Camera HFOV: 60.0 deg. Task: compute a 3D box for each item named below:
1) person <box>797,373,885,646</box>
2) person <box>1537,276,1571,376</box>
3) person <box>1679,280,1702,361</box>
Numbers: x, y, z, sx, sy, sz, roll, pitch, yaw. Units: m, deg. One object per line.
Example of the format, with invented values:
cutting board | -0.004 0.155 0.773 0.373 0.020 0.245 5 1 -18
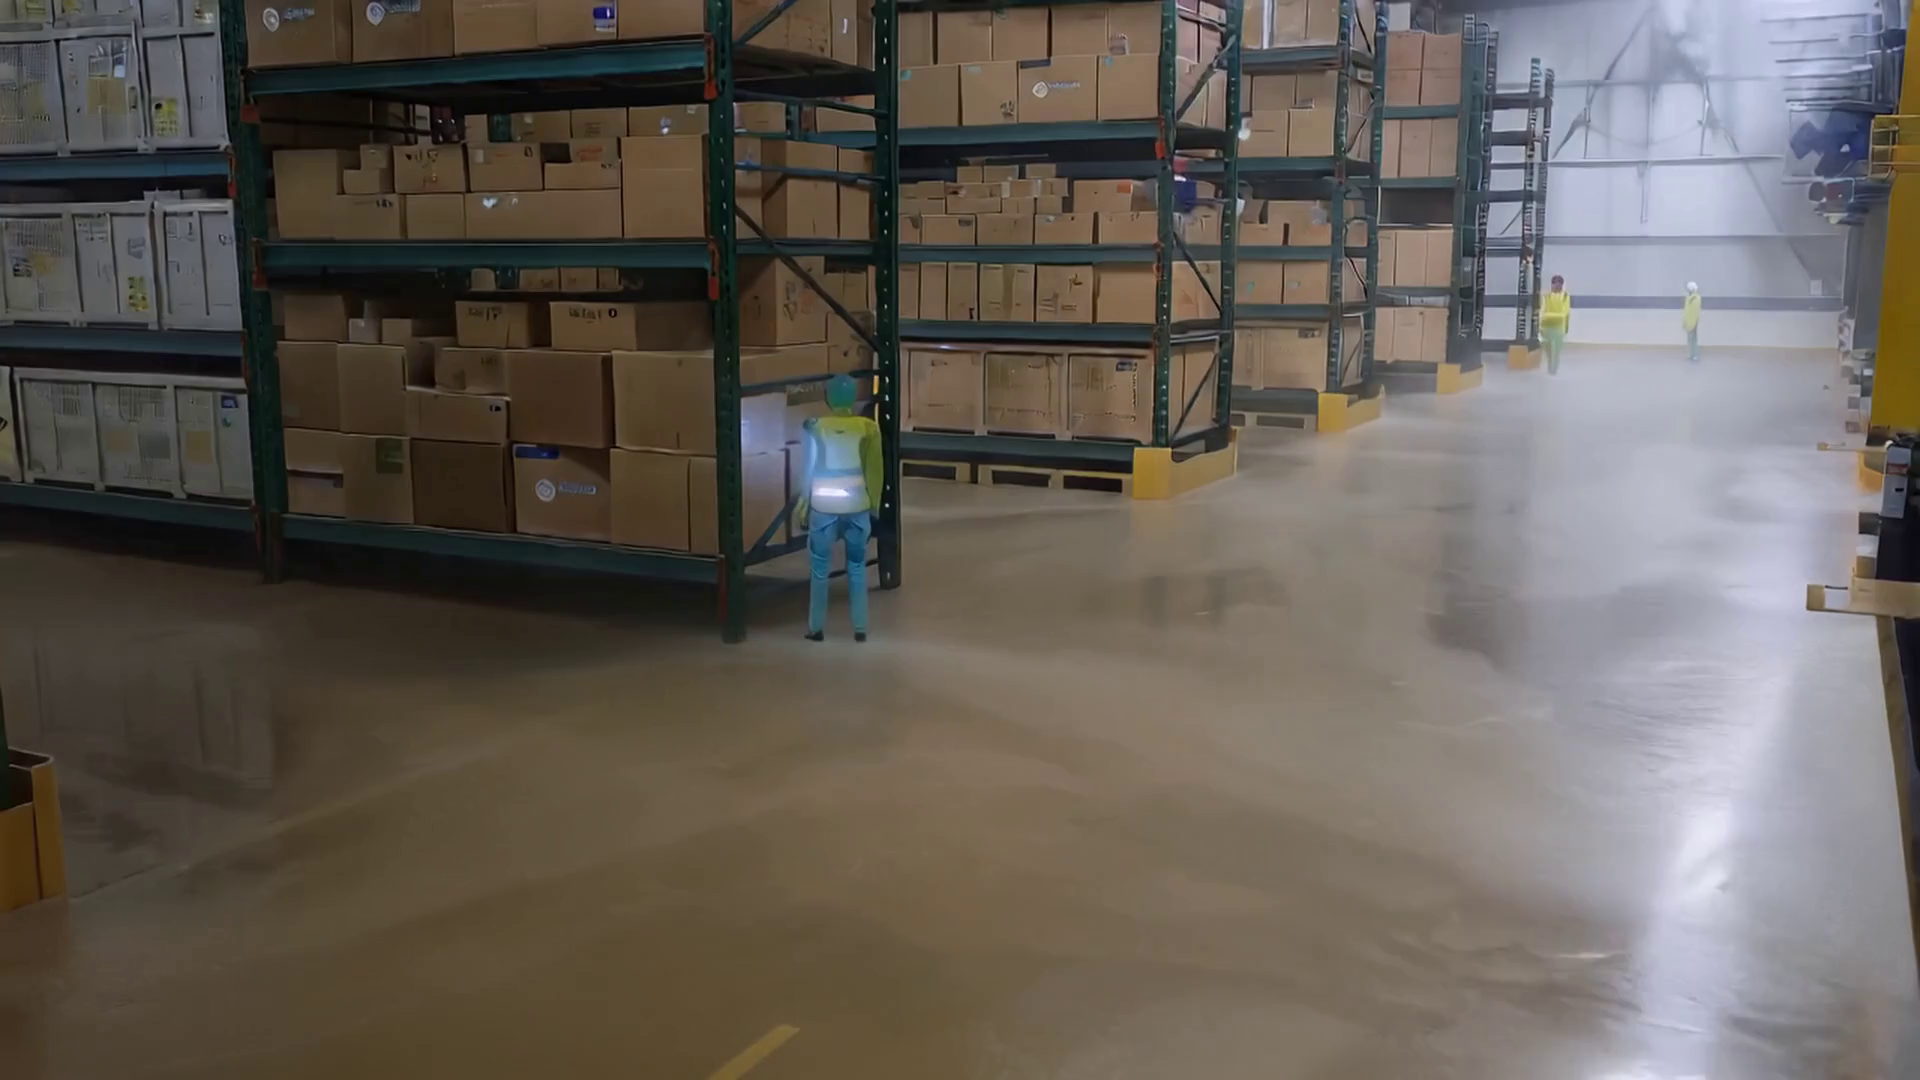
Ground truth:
person | -0.705 -0.174 9.888 0.524 1.634 0.315 -2 10 -12
person | 11.402 -4.108 31.937 0.549 1.891 1.010 5 11 26
person | 15.751 -4.723 35.884 0.361 1.742 0.563 0 10 -1
